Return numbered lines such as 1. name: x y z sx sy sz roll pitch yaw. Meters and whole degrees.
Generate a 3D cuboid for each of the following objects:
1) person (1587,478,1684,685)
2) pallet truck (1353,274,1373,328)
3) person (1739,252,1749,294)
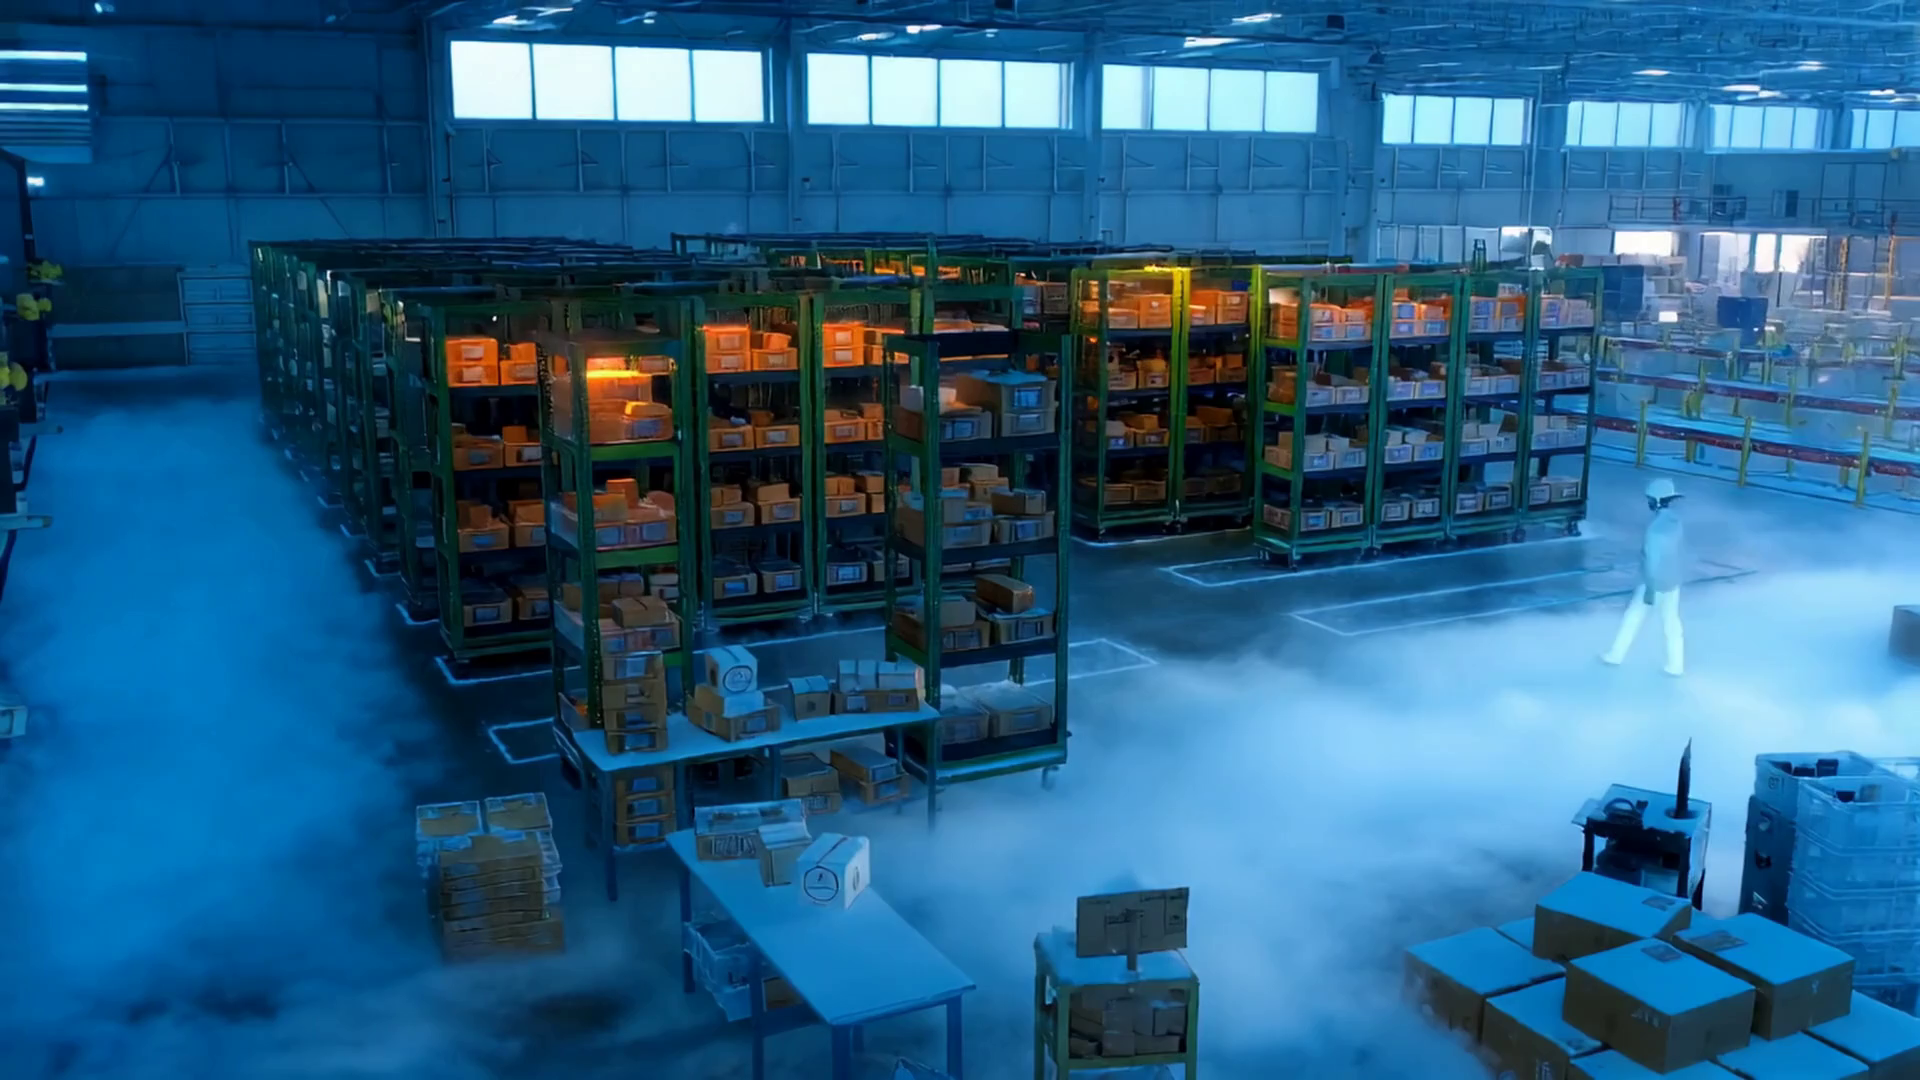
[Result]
1. person: 6.595 0.366 15.975 0.662 1.948 0.971 -9 15 -37
2. pallet truck: 13.011 -8.050 55.243 0.823 1.965 1.885 -7 14 -28
3. person: 34.030 -11.554 72.029 0.539 1.820 0.537 -4 13 -17
